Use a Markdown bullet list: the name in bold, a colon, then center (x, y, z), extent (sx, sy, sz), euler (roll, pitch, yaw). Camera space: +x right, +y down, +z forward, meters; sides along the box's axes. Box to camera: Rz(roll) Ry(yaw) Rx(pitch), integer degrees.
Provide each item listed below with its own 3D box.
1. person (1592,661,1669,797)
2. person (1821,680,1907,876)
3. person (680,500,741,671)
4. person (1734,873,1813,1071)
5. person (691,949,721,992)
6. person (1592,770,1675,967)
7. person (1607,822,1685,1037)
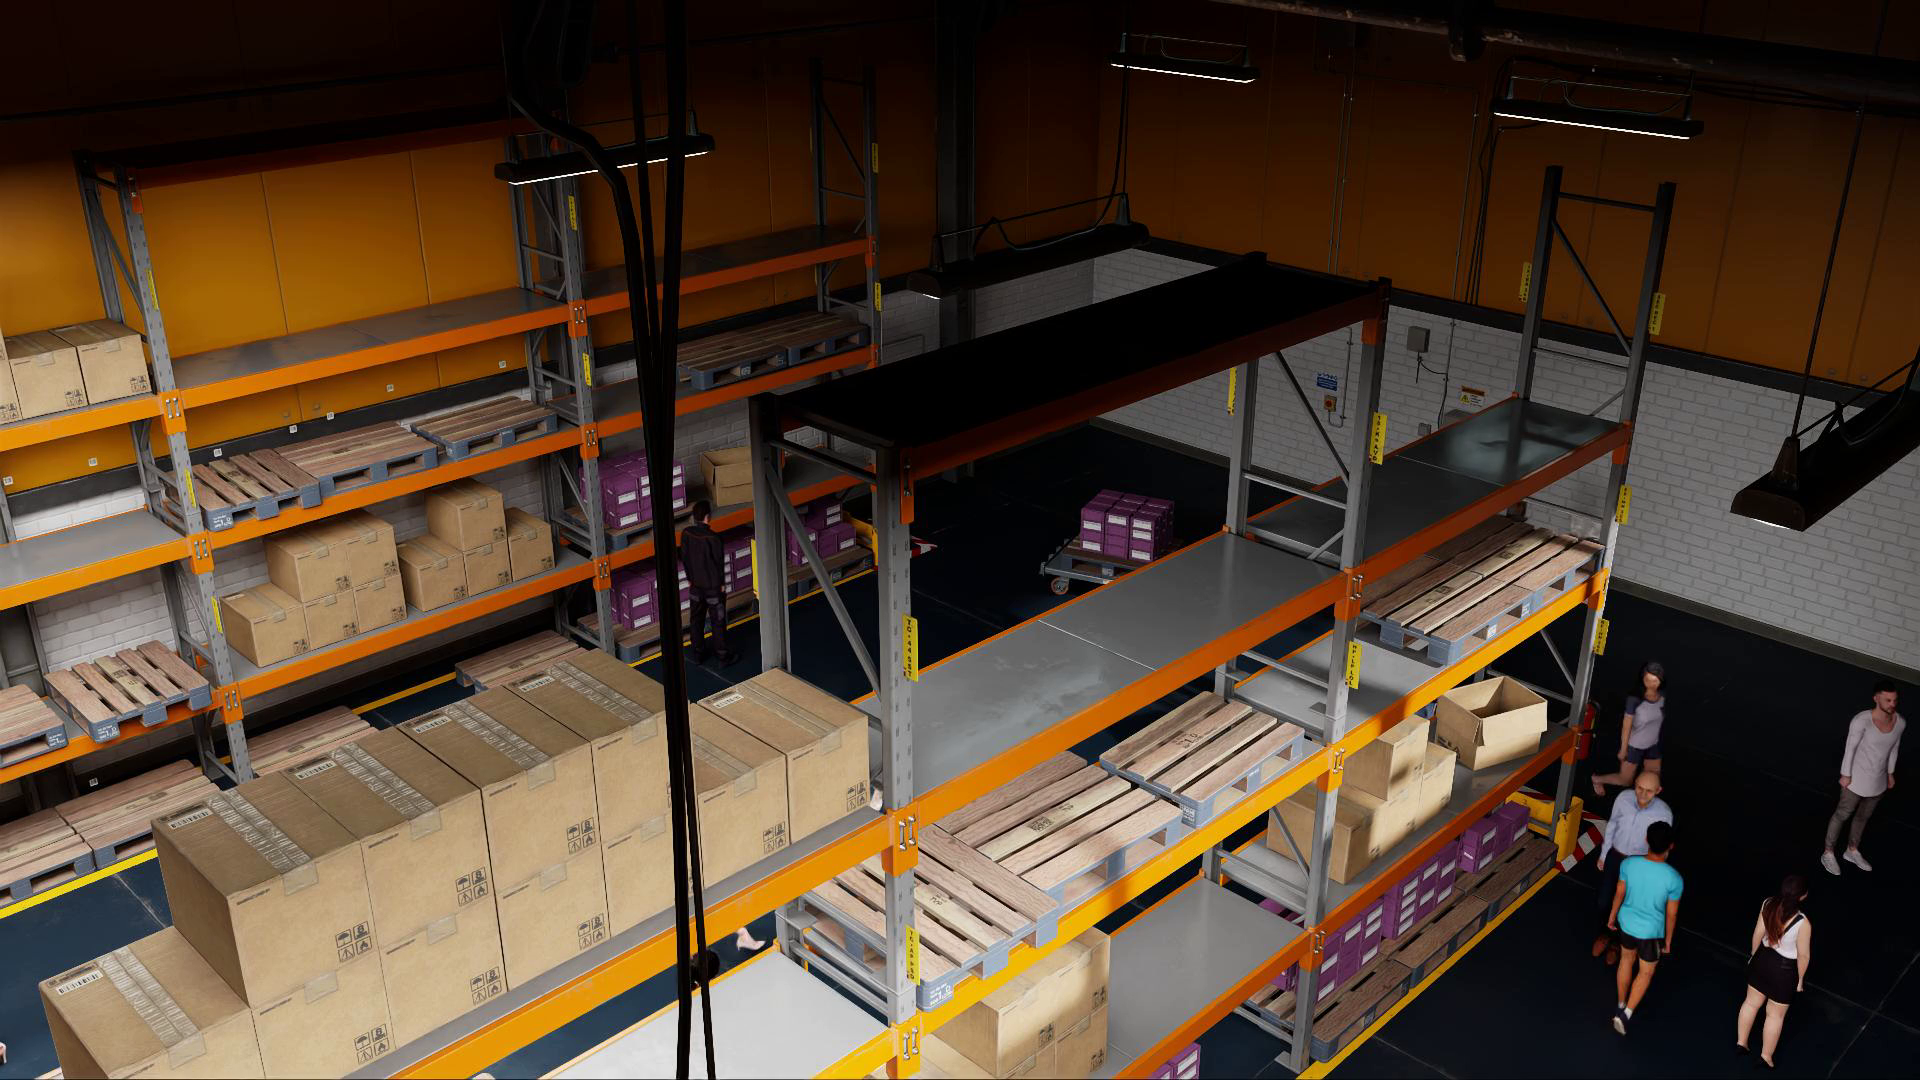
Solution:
- **person**: center (6.128, 1.825, 15.108), extent (0.996, 1.674, 0.892), euler (-11, 26, -24)
- **person**: center (7.855, 2.032, 14.427), extent (0.709, 1.840, 0.813), euler (-4, 24, -9)
- **person**: center (-2.724, 0.470, 17.907), extent (0.759, 1.915, 0.710), euler (11, 26, 24)
- **person**: center (5.945, 3.136, 12.140), extent (0.560, 1.648, 0.593), euler (-15, 28, -31)
- **person**: center (-1.747, 3.525, 11.271), extent (0.604, 1.633, 0.597), euler (19, 30, 36)
- **person**: center (5.372, 2.567, 13.283), extent (0.705, 1.776, 0.650), euler (17, 29, 33)
- **person**: center (5.071, 2.951, 12.429), extent (0.708, 1.757, 0.940), euler (16, 28, 33)
